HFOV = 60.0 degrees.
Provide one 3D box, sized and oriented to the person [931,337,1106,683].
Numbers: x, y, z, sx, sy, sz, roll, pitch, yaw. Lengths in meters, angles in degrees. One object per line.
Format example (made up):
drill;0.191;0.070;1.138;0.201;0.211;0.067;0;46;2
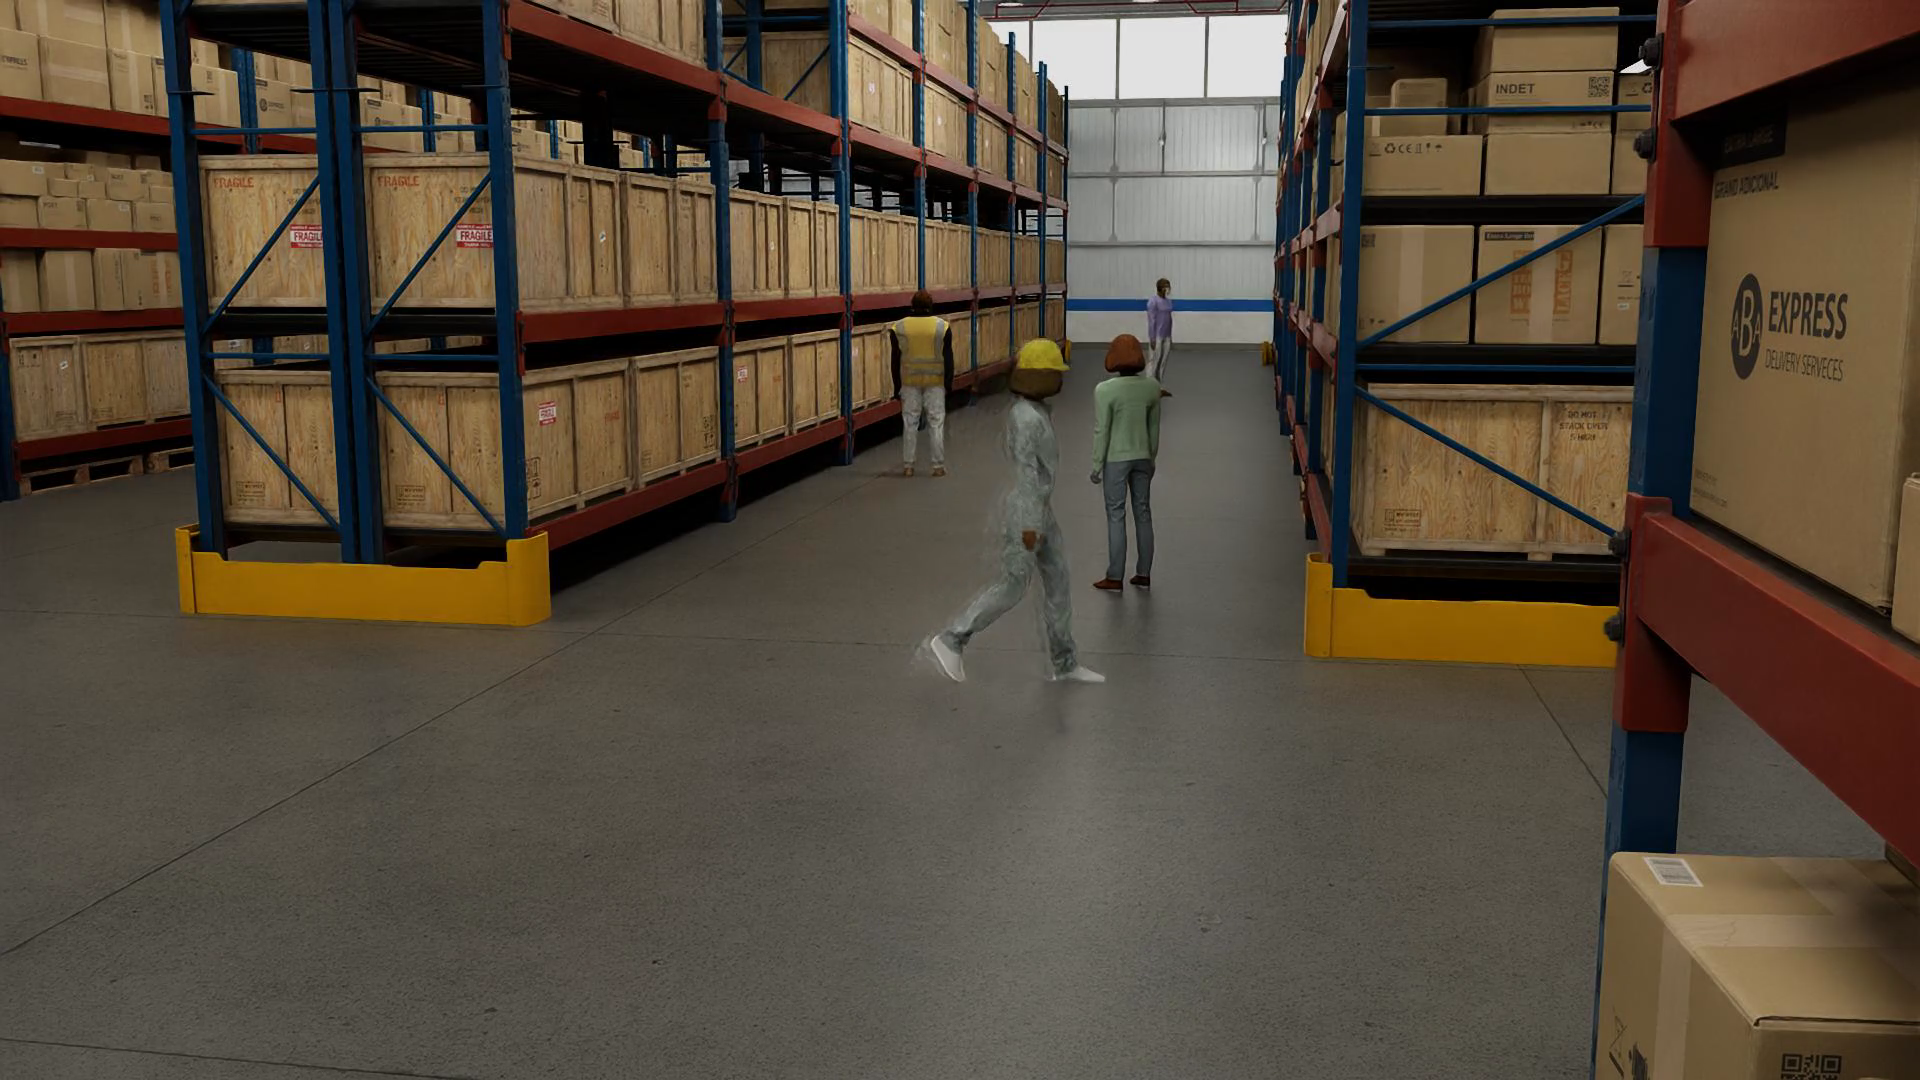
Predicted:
person;0.281;-0.130;8.112;0.802;1.717;0.492;1;9;9

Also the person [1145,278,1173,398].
person;3.229;-3.261;26.877;0.370;1.930;0.627;7;11;37

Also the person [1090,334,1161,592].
person;1.048;-0.484;10.550;0.498;1.633;0.285;-5;11;-30

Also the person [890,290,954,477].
person;-0.370;-1.538;16.448;0.626;1.844;0.429;0;9;2
